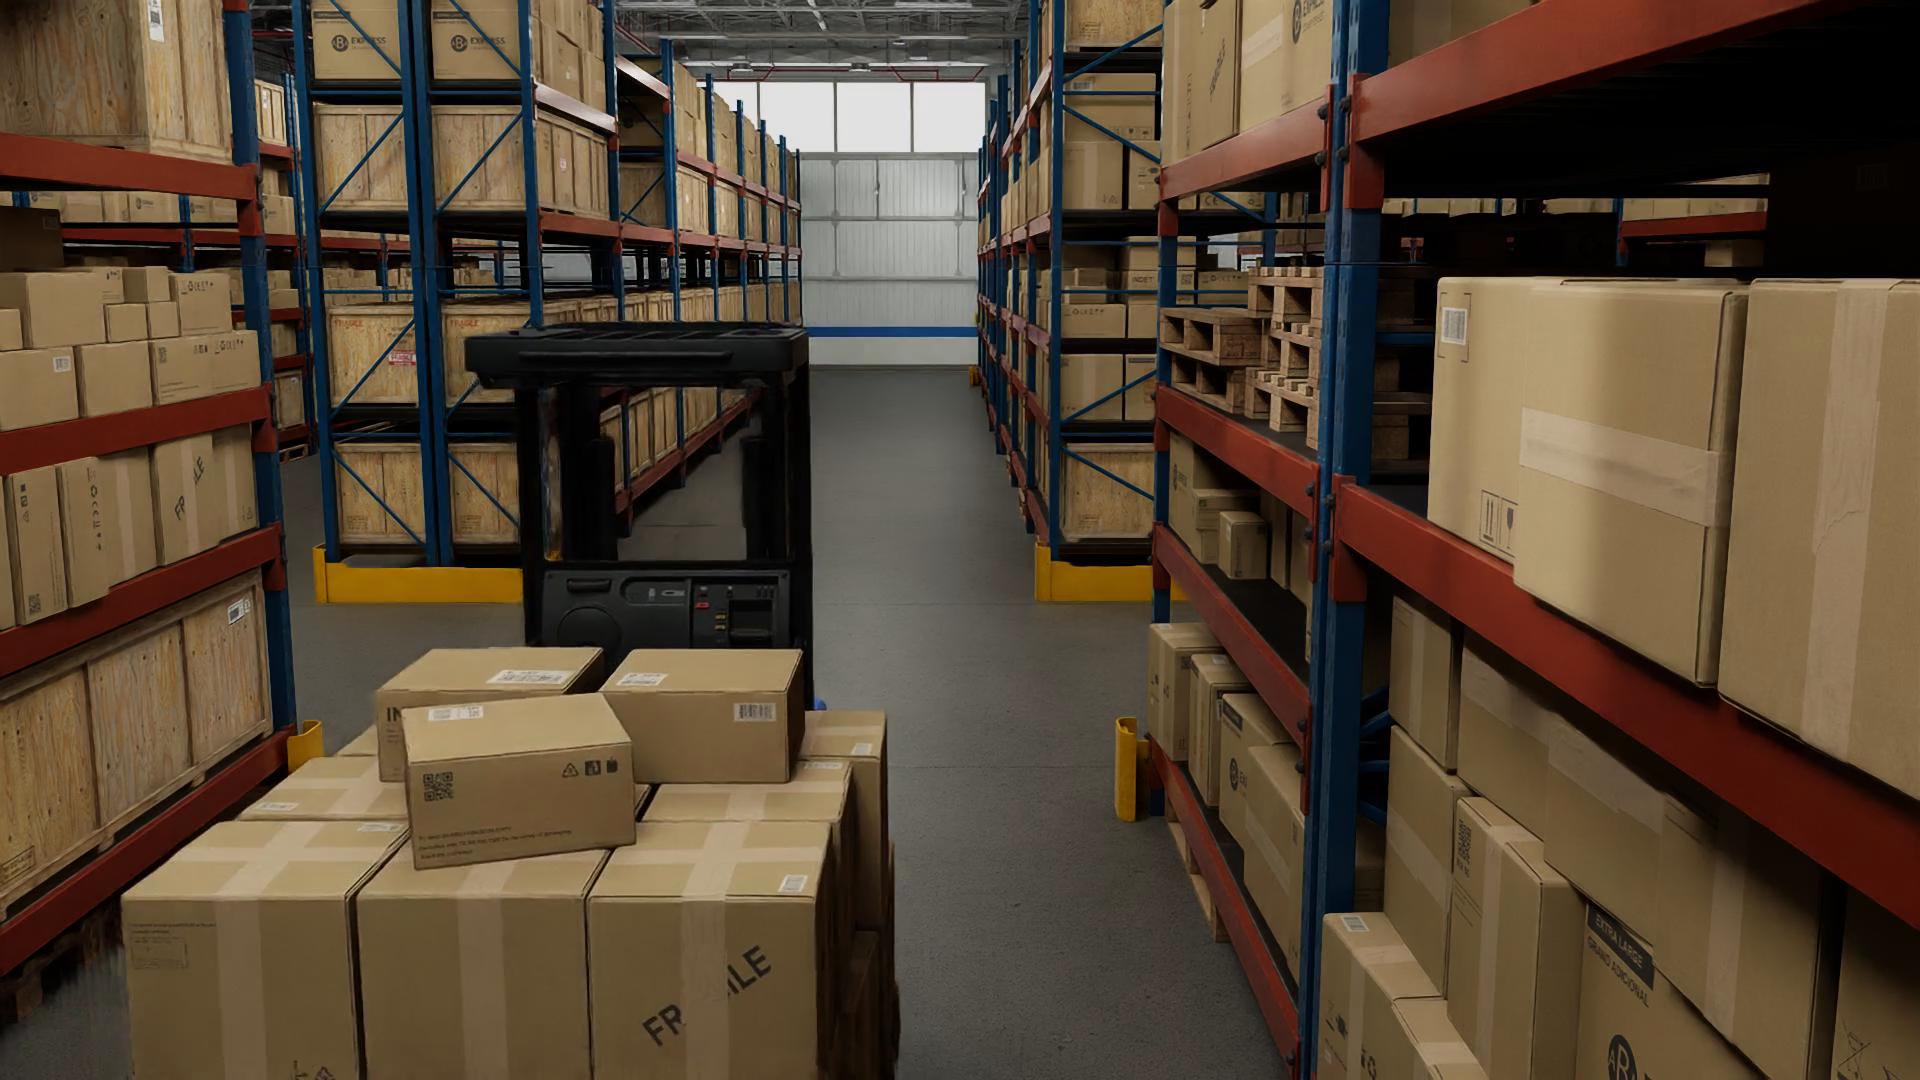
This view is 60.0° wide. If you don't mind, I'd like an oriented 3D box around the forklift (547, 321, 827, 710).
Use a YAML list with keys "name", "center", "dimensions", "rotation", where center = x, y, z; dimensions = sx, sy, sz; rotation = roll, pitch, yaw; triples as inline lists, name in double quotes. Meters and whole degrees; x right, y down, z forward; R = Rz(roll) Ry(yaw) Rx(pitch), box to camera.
- name: "forklift"
  center: [-1.110, 0.515, 6.702]
  dimensions: [1.129, 2.768, 1.873]
  rotation: [0, 9, -1]
